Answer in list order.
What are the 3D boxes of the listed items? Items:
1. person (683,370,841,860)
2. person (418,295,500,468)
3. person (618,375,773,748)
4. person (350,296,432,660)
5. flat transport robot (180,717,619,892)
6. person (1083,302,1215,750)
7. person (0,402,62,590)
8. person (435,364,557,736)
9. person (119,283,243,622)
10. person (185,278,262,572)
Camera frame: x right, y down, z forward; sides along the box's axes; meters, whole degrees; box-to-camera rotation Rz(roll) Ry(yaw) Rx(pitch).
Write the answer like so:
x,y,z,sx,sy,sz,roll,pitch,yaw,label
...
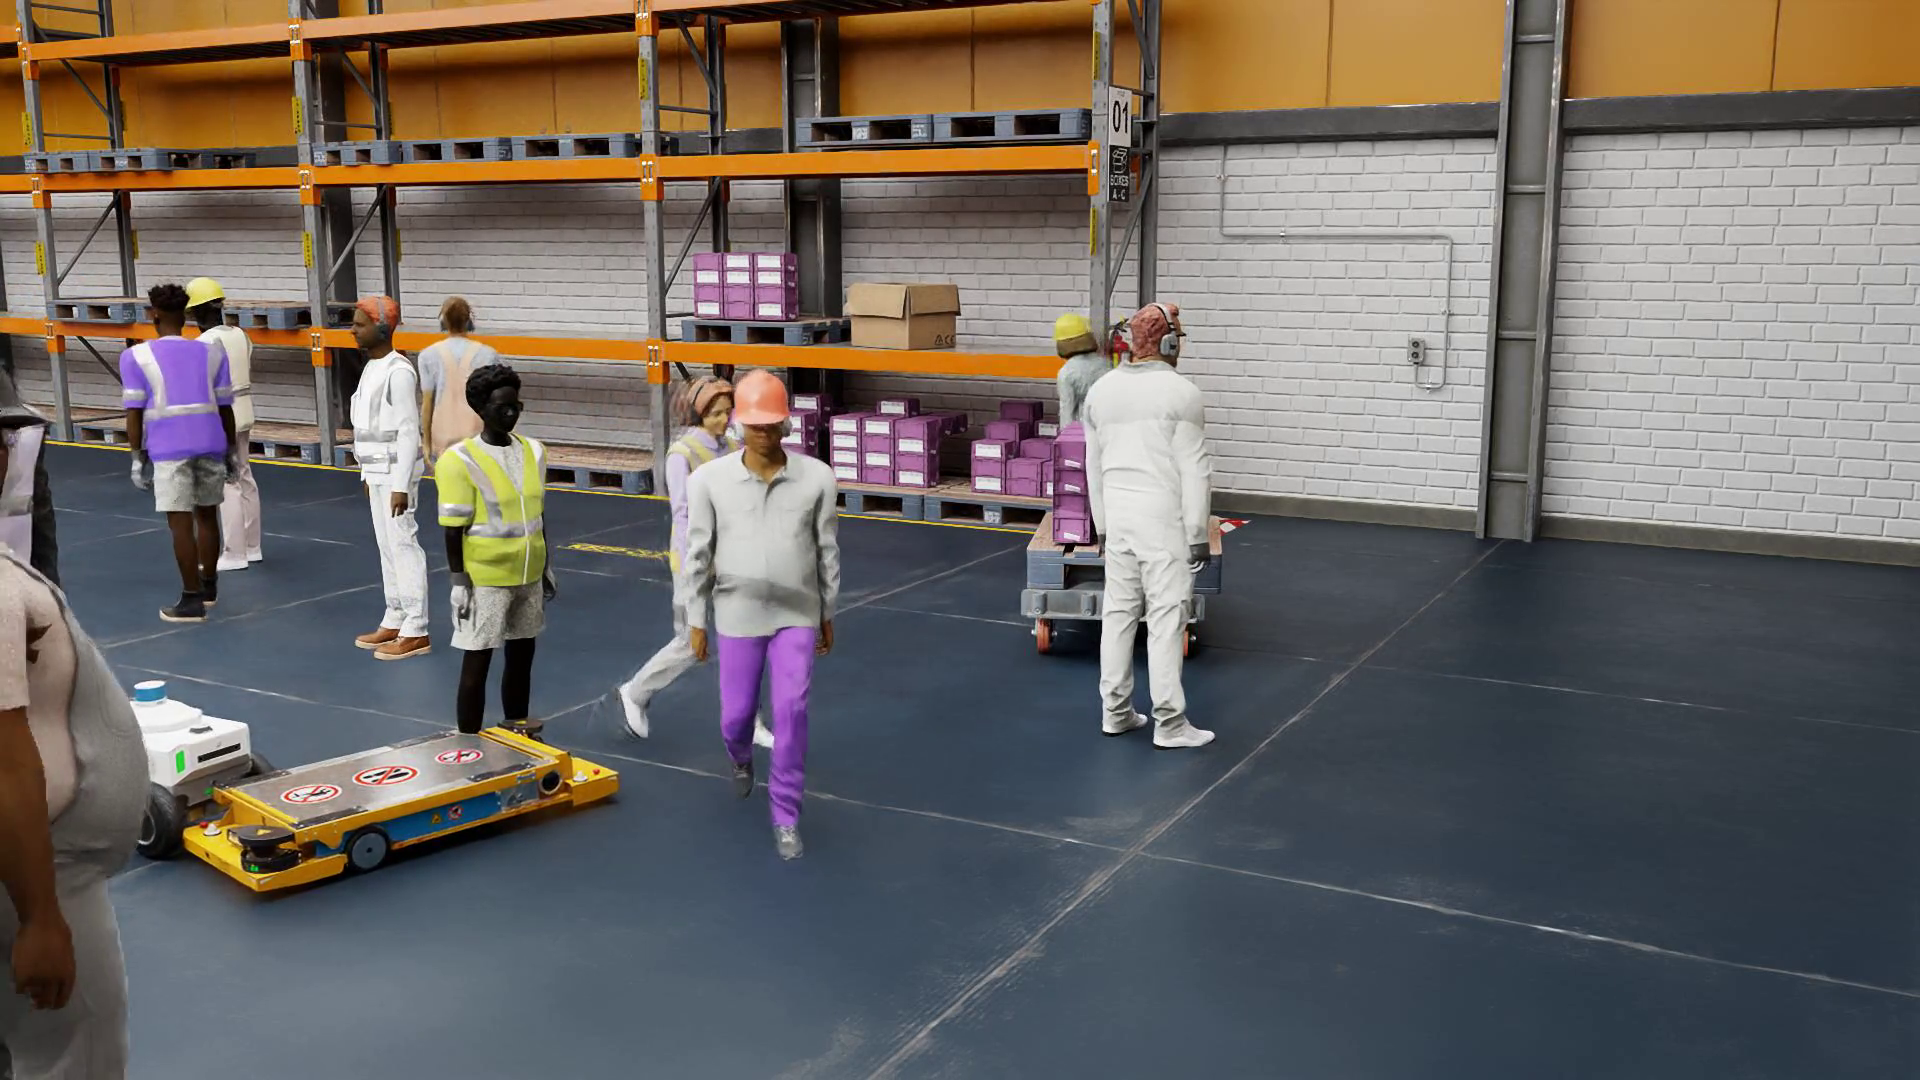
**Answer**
x,y,z,sx,sy,sz,roll,pitch,yaw,label
-0.718,0.234,6.055,0.569,1.731,0.684,-2,11,-13,person
-3.165,-0.637,10.587,0.509,1.821,0.694,-3,11,-15,person
-1.126,0.100,7.072,0.660,1.616,0.530,6,12,28,person
-2.982,-0.322,8.672,0.355,1.883,0.574,-7,13,-34,person
-2.049,0.942,6.165,0.652,0.197,1.431,10,14,42,flat transport robot
0.839,-0.059,7.162,0.405,1.911,0.636,-9,14,-41,person
-3.576,0.153,6.032,0.421,1.906,0.595,7,12,33,person
-1.820,0.148,6.604,0.317,1.695,0.540,7,12,32,person
-4.495,-0.505,9.625,0.689,1.920,0.608,10,14,42,person
-4.849,-0.748,10.912,0.381,1.917,0.585,1,10,3,person
